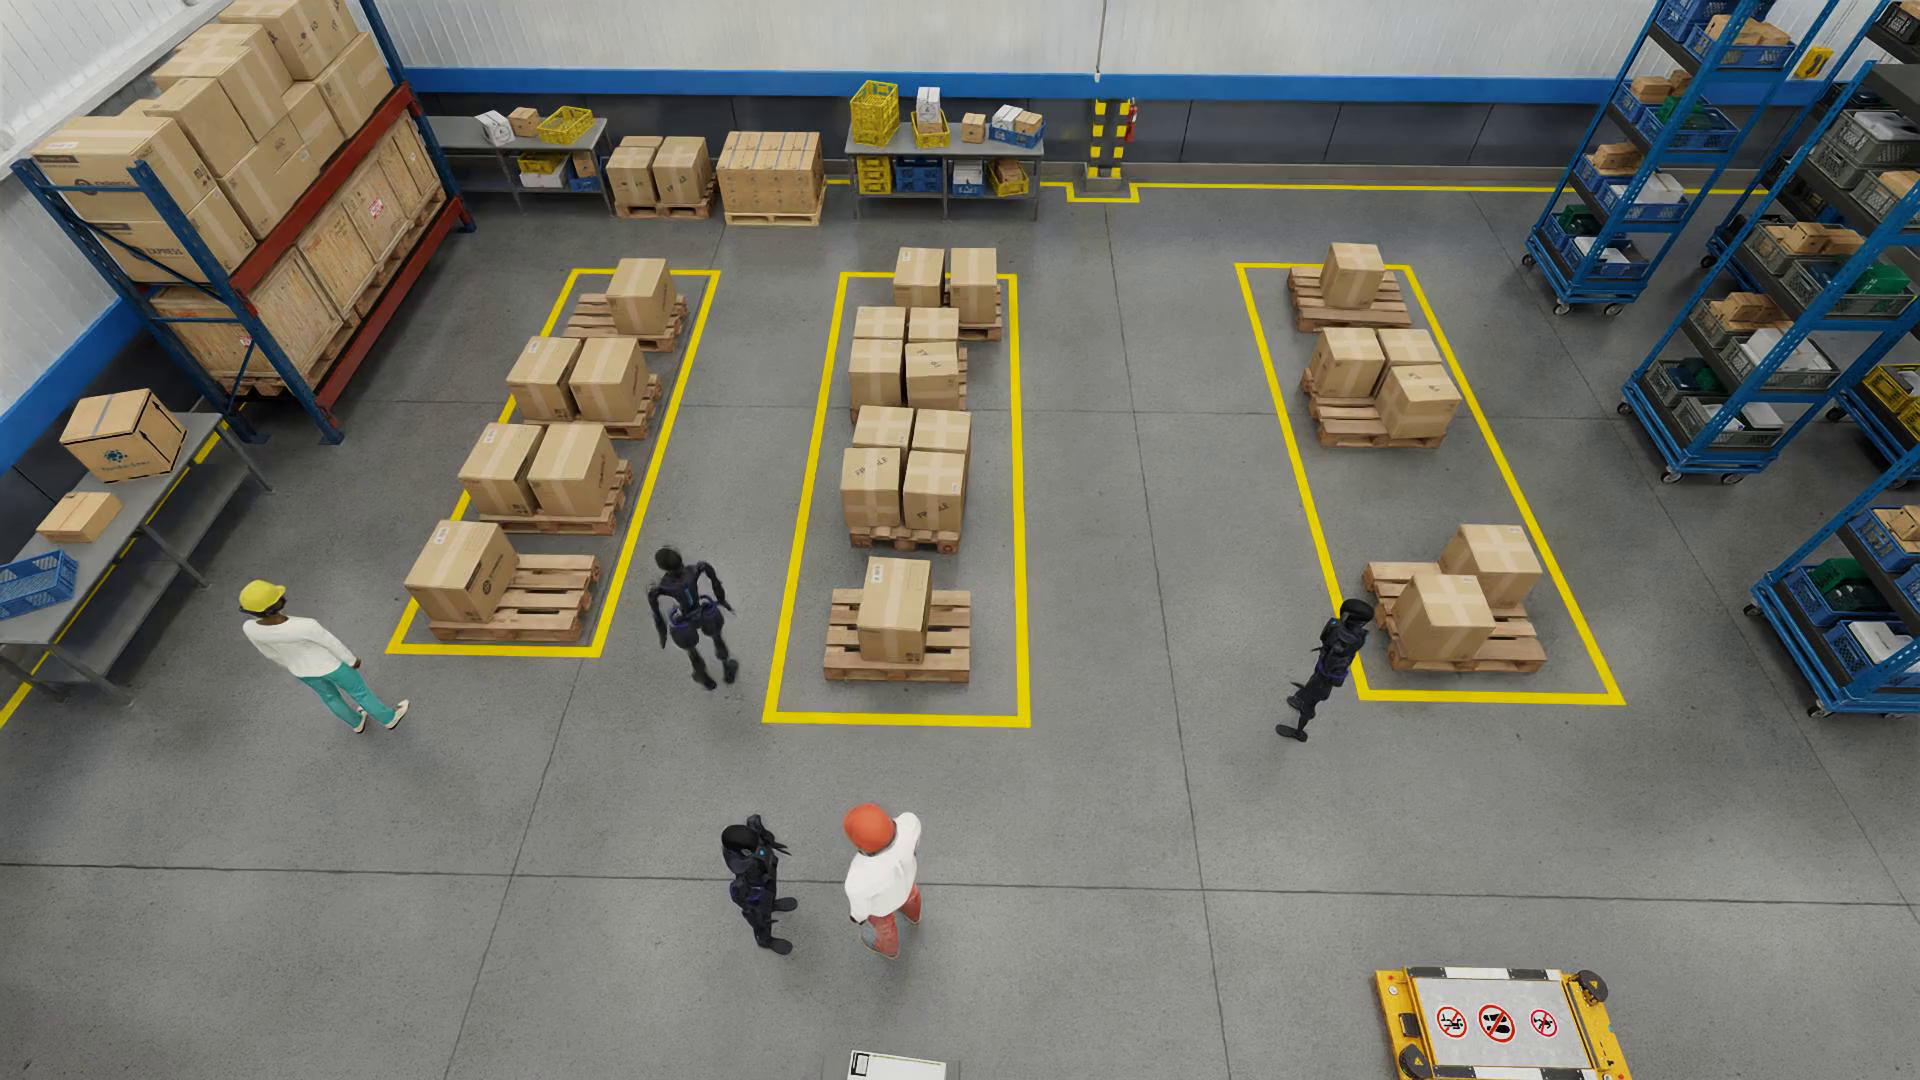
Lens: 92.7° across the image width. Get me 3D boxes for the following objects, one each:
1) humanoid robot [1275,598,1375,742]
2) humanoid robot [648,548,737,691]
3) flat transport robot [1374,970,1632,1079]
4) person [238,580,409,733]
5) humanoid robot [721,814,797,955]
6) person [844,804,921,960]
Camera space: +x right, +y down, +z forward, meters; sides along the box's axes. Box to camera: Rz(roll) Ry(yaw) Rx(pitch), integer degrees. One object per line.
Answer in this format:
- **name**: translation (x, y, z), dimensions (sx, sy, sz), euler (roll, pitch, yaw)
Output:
- **humanoid robot**: translation (2.694, 0.945, 6.798), dimensions (0.327, 1.657, 0.586), euler (26, 55, 20)
- **humanoid robot**: translation (-2.049, 0.611, 7.075), dimensions (0.624, 1.652, 0.324), euler (-32, 57, -23)
- **flat transport robot**: translation (3.501, 3.133, 5.914), dimensions (1.431, 0.197, 0.652), euler (1, 51, 1)
- **person**: translation (-4.746, 0.894, 6.792), dimensions (0.524, 1.765, 0.326), euler (-2, 51, -2)
- **humanoid robot**: translation (-1.256, 2.164, 5.804), dimensions (0.310, 1.657, 0.616), euler (2, 51, 1)
- **person**: translation (-0.464, 2.106, 5.656), dimensions (0.376, 1.994, 0.609), euler (28, 56, 21)
